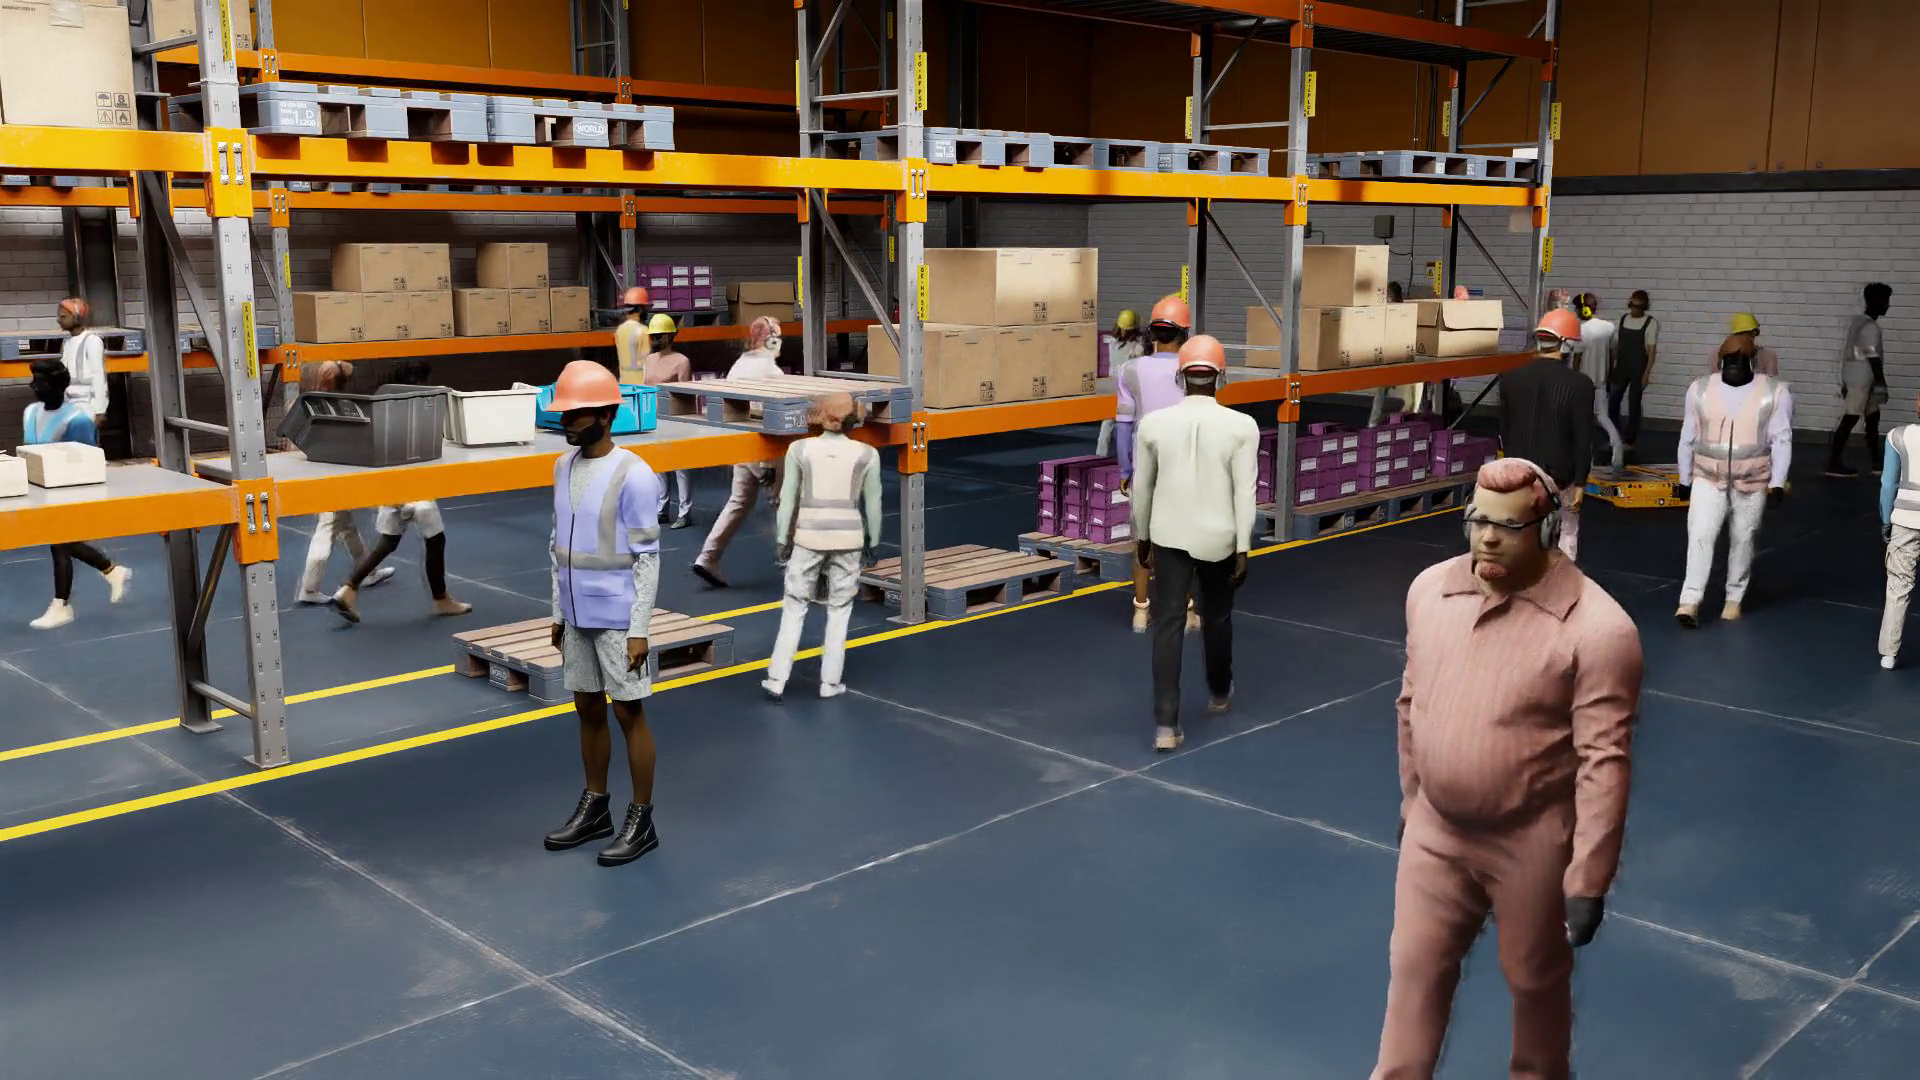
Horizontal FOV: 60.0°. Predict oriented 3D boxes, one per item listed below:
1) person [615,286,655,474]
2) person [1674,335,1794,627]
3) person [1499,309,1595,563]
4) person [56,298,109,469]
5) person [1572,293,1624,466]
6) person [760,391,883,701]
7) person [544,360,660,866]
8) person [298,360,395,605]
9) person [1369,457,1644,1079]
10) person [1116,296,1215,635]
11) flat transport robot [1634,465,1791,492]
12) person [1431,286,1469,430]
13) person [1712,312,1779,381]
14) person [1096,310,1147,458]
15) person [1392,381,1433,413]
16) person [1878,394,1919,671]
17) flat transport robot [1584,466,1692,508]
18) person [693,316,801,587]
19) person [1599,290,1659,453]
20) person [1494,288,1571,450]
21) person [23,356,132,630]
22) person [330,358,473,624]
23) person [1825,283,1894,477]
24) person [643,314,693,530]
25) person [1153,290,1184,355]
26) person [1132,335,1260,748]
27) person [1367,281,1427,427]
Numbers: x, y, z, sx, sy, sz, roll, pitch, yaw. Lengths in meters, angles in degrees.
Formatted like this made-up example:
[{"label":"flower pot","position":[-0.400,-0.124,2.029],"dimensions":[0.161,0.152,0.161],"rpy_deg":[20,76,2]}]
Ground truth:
[{"label":"person","position":[-3.095,-1.439,15.800],"dimensions":[0.645,1.922,0.568],"rpy_deg":[-8,13,-38]},{"label":"person","position":[4.706,-0.341,10.175],"dimensions":[0.653,1.792,0.963],"rpy_deg":[6,12,29]},{"label":"person","position":[3.507,-0.391,9.979],"dimensions":[0.609,1.966,0.535],"rpy_deg":[8,13,38]},{"label":"person","position":[-7.588,-1.148,14.369],"dimensions":[0.599,1.866,0.418],"rpy_deg":[9,14,40]},{"label":"person","position":[6.548,-1.621,17.093],"dimensions":[0.557,1.826,0.755],"rpy_deg":[-2,11,-11]},{"label":"person","position":[-0.705,0.029,8.655],"dimensions":[0.614,1.606,0.366],"rpy_deg":[-1,10,-4]},{"label":"person","position":[-1.391,0.280,6.399],"dimensions":[0.545,1.938,0.362],"rpy_deg":[7,13,35]},{"label":"person","position":[-4.120,-0.396,11.038],"dimensions":[0.522,1.585,0.893],"rpy_deg":[6,12,30]},{"label":"person","position":[1.281,0.734,4.091],"dimensions":[0.818,1.868,0.672],"rpy_deg":[-9,14,-41]},{"label":"person","position":[1.244,-0.441,10.043],"dimensions":[0.607,2.044,0.379],"rpy_deg":[3,11,17]},{"label":"flat transport robot","position":[6.975,-0.583,15.654],"dimensions":[1.431,0.197,0.652],"rpy_deg":[-2,11,-10]},{"label":"person","position":[4.909,-1.656,17.082],"dimensions":[0.937,1.904,0.542],"rpy_deg":[1,10,8]},{"label":"person","position":[6.862,-1.115,14.548],"dimensions":[0.496,1.744,0.460],"rpy_deg":[-2,11,-10]},{"label":"person","position":[1.496,-1.335,15.851],"dimensions":[0.828,1.690,0.521],"rpy_deg":[-9,13,-39]},{"label":"person","position":[5.119,-1.832,18.775],"dimensions":[0.522,1.615,0.383],"rpy_deg":[-4,11,-23]},{"label":"person","position":[5.293,-0.063,9.087],"dimensions":[0.513,1.640,0.307],"rpy_deg":[10,14,43]},{"label":"flat transport robot","position":[6.004,-0.503,15.215],"dimensions":[0.652,0.197,1.431],"rpy_deg":[-2,11,-10]},{"label":"person","position":[-1.420,-0.603,11.434],"dimensions":[0.953,1.869,0.644],"rpy_deg":[-8,13,-38]},{"label":"person","position":[7.350,-1.840,18.339],"dimensions":[0.695,1.803,0.583],"rpy_deg":[-10,14,-44]},{"label":"person","position":[5.936,-1.637,17.016],"dimensions":[0.679,1.879,0.652],"rpy_deg":[1,10,5]},{"label":"person","position":[-5.534,-0.320,10.367],"dimensions":[0.535,1.676,0.696],"rpy_deg":[5,12,27]},{"label":"person","position":[-3.501,-0.296,10.300],"dimensions":[0.815,1.659,0.534],"rpy_deg":[-9,14,-40]},{"label":"person","position":[9.082,-1.564,16.457],"dimensions":[0.882,1.931,0.646],"rpy_deg":[3,11,17]},{"label":"person","position":[-2.419,-0.971,13.690],"dimensions":[0.527,1.768,0.314],"rpy_deg":[7,12,33]},{"label":"person","position":[1.989,-1.349,15.375],"dimensions":[0.478,1.902,0.603],"rpy_deg":[-6,12,-29]},{"label":"person","position":[1.127,-0.018,8.053],"dimensions":[0.617,1.931,1.068],"rpy_deg":[3,11,15]},{"label":"person","position":[5.226,-2.137,19.829],"dimensions":[0.909,1.867,0.653],"rpy_deg":[-8,13,-39]}]
